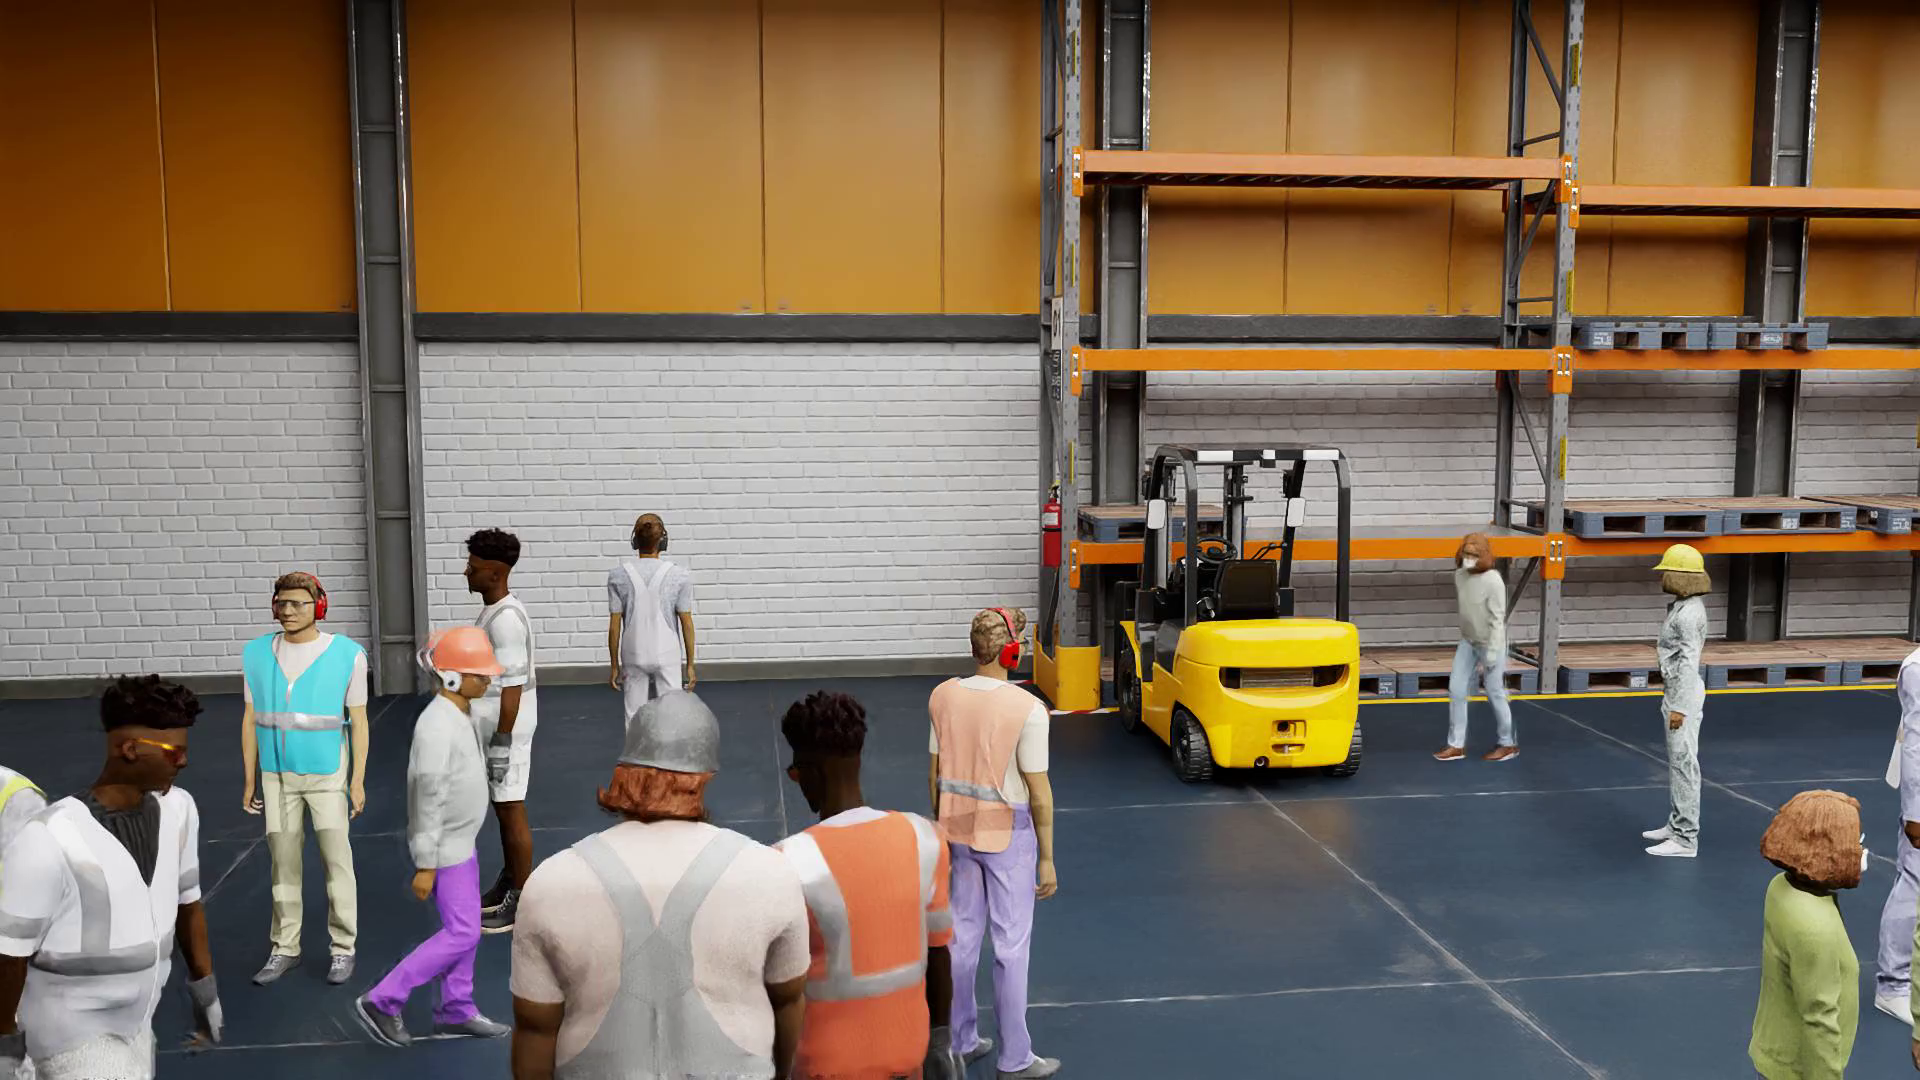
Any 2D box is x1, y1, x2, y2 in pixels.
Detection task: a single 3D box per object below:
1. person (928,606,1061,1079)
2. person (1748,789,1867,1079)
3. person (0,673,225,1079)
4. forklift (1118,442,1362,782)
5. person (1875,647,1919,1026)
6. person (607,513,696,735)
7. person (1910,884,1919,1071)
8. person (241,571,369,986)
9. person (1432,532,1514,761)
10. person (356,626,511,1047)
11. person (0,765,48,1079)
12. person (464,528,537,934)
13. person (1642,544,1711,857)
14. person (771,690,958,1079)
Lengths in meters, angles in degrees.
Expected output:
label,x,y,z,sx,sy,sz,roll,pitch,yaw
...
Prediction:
label,x,y,z,sx,sy,sz,roll,pitch,yaw
person,0.120,1.172,6.400,0.571,1.845,0.382,5,8,40
person,2.325,1.486,4.576,0.285,1.633,0.498,2,7,15
person,-2.421,1.328,4.682,0.595,1.920,0.623,1,7,11
forklift,1.912,0.418,11.496,1.214,2.155,2.313,-1,7,-8
person,4.127,1.076,6.984,0.591,1.911,0.399,-3,7,-28
person,-1.855,0.757,10.037,0.515,1.844,0.329,-1,7,-5
person,2.994,1.401,4.728,0.533,1.772,0.296,2,7,17
person,-2.918,1.052,7.438,0.565,1.850,0.390,0,7,0
person,3.515,0.734,11.275,0.715,1.598,0.517,-3,7,-26
person,-2.074,1.197,6.660,0.534,1.732,0.590,-1,7,-8
person,-3.041,1.344,4.992,0.635,1.830,0.429,0,7,3
person,-2.255,0.916,8.125,0.367,1.966,0.605,-2,7,-21
person,4.010,0.891,9.312,0.295,1.743,0.493,2,7,21
person,-0.358,1.357,4.498,1.030,1.895,0.636,6,9,45
